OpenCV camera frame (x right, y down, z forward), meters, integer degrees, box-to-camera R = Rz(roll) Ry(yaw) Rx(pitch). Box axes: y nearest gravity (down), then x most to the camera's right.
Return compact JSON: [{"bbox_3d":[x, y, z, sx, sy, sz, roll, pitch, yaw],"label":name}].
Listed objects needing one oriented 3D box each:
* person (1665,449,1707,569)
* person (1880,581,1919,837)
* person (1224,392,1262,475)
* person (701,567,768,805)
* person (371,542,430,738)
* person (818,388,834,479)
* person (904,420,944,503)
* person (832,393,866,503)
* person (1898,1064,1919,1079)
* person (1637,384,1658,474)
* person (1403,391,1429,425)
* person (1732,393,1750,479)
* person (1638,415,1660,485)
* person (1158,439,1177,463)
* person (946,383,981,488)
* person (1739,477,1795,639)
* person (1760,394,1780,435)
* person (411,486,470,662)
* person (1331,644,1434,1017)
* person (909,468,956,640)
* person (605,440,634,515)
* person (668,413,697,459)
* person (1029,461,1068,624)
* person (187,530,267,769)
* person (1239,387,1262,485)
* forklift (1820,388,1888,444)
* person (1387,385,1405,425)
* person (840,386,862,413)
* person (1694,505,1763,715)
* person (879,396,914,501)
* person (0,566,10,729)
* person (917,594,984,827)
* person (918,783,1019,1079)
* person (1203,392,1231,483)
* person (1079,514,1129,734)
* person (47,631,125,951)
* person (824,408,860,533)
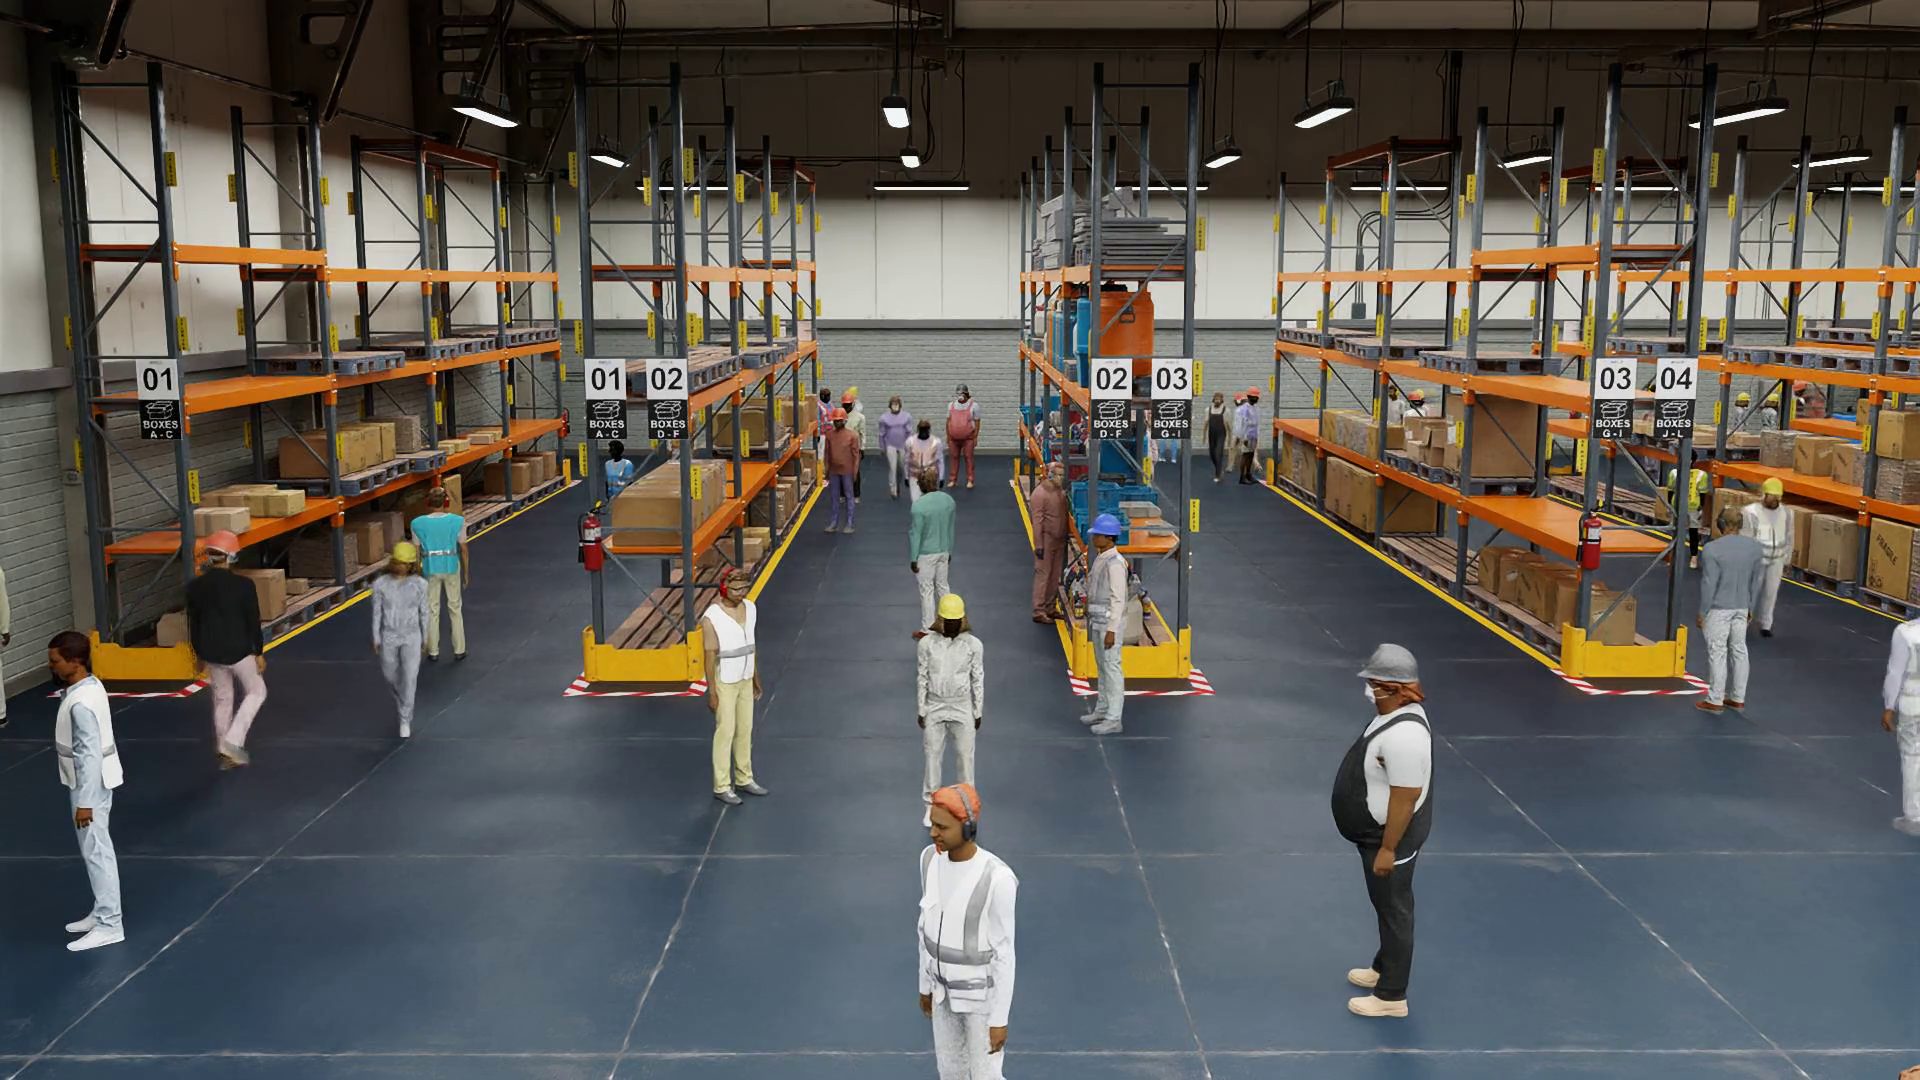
[{"bbox_3d":[10.067,-0.438,23.078,0.533,1.692,0.320,7,11,37],"label":"person"},{"bbox_3d":[6.923,1.187,11.876,0.624,1.920,0.519,0,9,0],"label":"person"},{"bbox_3d":[5.861,-2.200,34.376,0.862,1.711,0.569,7,12,40],"label":"person"},{"bbox_3d":[-1.756,1.102,12.733,0.394,1.832,0.575,5,10,31],"label":"person"},{"bbox_3d":[-4.950,0.842,14.748,0.510,1.712,0.680,-3,9,-17],"label":"person"},{"bbox_3d":[-2.741,-2.162,33.741,0.430,1.837,0.631,5,10,27],"label":"person"},{"bbox_3d":[-0.572,-0.979,26.197,0.648,1.811,0.793,0,9,2],"label":"person"},{"bbox_3d":[-2.001,-1.647,29.884,0.614,1.994,0.381,1,9,7],"label":"person"},{"bbox_3d":[2.964,2.390,5.113,0.287,1.625,0.496,4,10,24],"label":"person"},{"bbox_3d":[14.337,-2.291,34.479,0.513,1.859,0.338,-3,9,-21],"label":"person"},{"bbox_3d":[8.519,-1.826,31.257,0.544,1.929,0.389,-4,10,-23],"label":"person"},{"bbox_3d":[15.782,-2.107,33.651,0.304,1.745,0.483,3,9,16],"label":"person"},{"bbox_3d":[13.331,-1.836,31.869,0.535,1.754,0.586,-1,9,-9],"label":"person"},{"bbox_3d":[4.622,-2.635,36.506,0.600,1.910,0.423,4,10,27],"label":"person"},{"bbox_3d":[0.033,-2.006,32.049,0.683,2.000,0.538,3,9,17],"label":"person"},{"bbox_3d":[9.004,0.190,18.626,0.596,1.820,0.510,1,9,4],"label":"person"},{"bbox_3d":[16.349,-2.090,33.587,0.320,1.731,0.489,0,9,-3],"label":"person"},{"bbox_3d":[-5.438,0.362,17.439,0.565,1.846,0.390,-3,9,-16],"label":"person"},{"bbox_3d":[2.299,1.563,9.090,0.535,2.000,0.673,2,9,16],"label":"person"},{"bbox_3d":[-0.316,0.163,18.467,0.378,1.929,0.635,9,12,44],"label":"person"},{"bbox_3d":[-4.972,-0.622,24.278,0.539,1.689,0.319,5,10,30],"label":"person"},{"bbox_3d":[-5.086,-1.720,30.542,0.548,1.937,0.379,-3,9,-17],"label":"person"},{"bbox_3d":[1.073,0.026,19.455,0.401,1.899,0.647,6,11,34],"label":"person"},{"bbox_3d":[-5.948,0.904,13.515,0.649,1.974,0.432,2,9,10],"label":"person"},{"bbox_3d":[5.723,-2.052,32.712,0.387,1.929,0.545,6,11,34],"label":"person"},{"bbox_3d":[20.072,-3.110,36.462,1.873,2.768,1.129,0,9,0],"label":"forklift"},{"bbox_3d":[8.959,-2.271,34.345,0.340,1.867,0.518,-6,11,-33],"label":"person"},{"bbox_3d":[-2.336,-2.373,35.261,0.415,1.775,0.638,-8,12,-41],"label":"person"},{"bbox_3d":[7.071,0.644,15.334,0.634,1.936,0.351,-3,9,-17],"label":"person"},{"bbox_3d":[-1.178,-1.697,30.448,0.640,1.918,0.665,-2,9,-12],"label":"person"},{"bbox_3d":[-8.740,0.792,14.712,0.600,1.831,0.404,-7,11,-37],"label":"person"},{"bbox_3d":[-0.070,1.244,12.132,0.486,1.738,0.320,1,9,4],"label":"person"},{"bbox_3d":[0.016,1.950,7.130,0.348,1.879,0.580,-8,12,-41],"label":"person"},{"bbox_3d":[5.150,-2.062,33.151,0.562,1.814,0.730,4,10,25],"label":"person"},{"bbox_3d":[1.296,0.731,14.727,0.380,1.951,0.605,-2,9,-10],"label":"person"},{"bbox_3d":[-5.236,1.484,9.994,0.380,1.916,0.596,-5,10,-27],"label":"person"},{"bbox_3d":[-1.885,-1.101,26.369,0.613,1.995,0.391,4,10,26],"label":"person"}]
